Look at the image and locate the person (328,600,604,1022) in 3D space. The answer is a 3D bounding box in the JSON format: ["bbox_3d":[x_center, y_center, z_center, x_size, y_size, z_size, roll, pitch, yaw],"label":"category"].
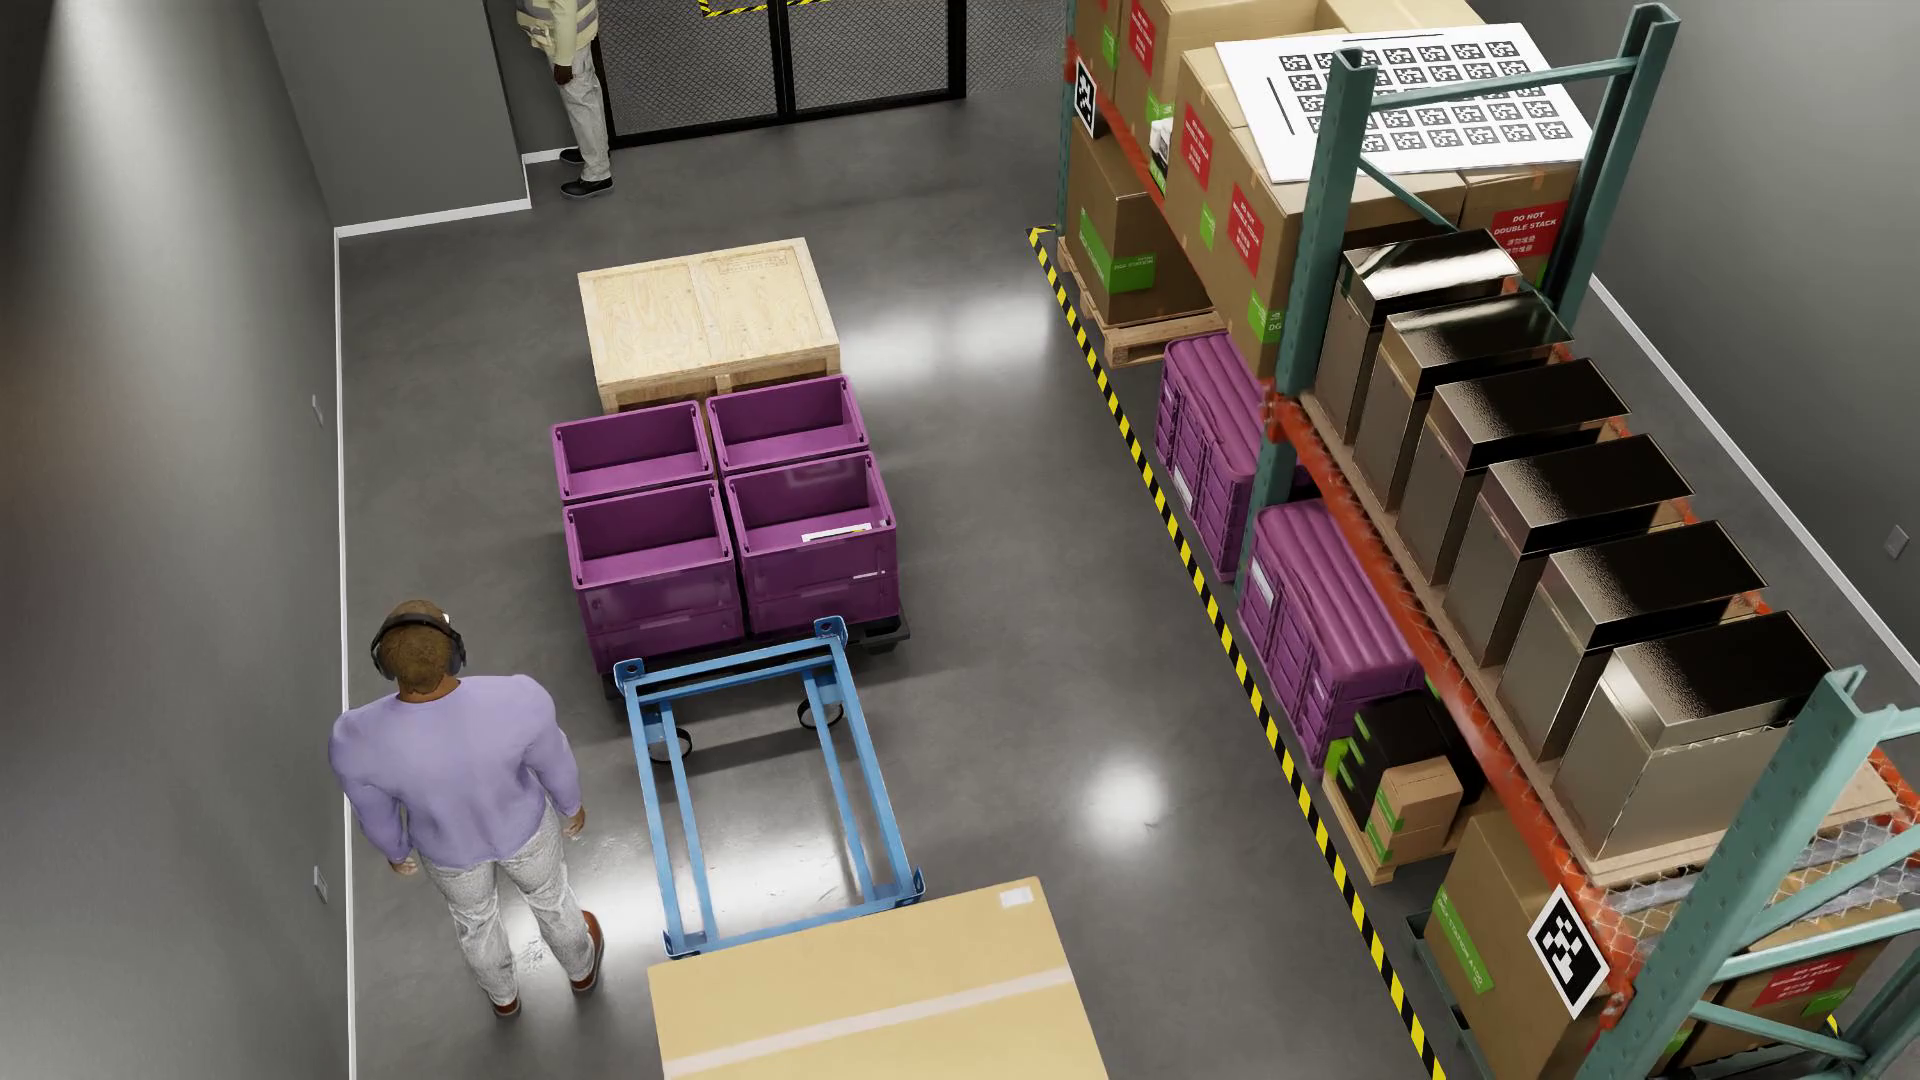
[{"bbox_3d":[-1.461,0.867,5.090,0.637,1.938,0.357,-13,49,-12],"label":"person"}]

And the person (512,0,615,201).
[{"bbox_3d":[-1.998,-2.567,8.315,0.404,1.831,0.600,-6,48,-5],"label":"person"}]
